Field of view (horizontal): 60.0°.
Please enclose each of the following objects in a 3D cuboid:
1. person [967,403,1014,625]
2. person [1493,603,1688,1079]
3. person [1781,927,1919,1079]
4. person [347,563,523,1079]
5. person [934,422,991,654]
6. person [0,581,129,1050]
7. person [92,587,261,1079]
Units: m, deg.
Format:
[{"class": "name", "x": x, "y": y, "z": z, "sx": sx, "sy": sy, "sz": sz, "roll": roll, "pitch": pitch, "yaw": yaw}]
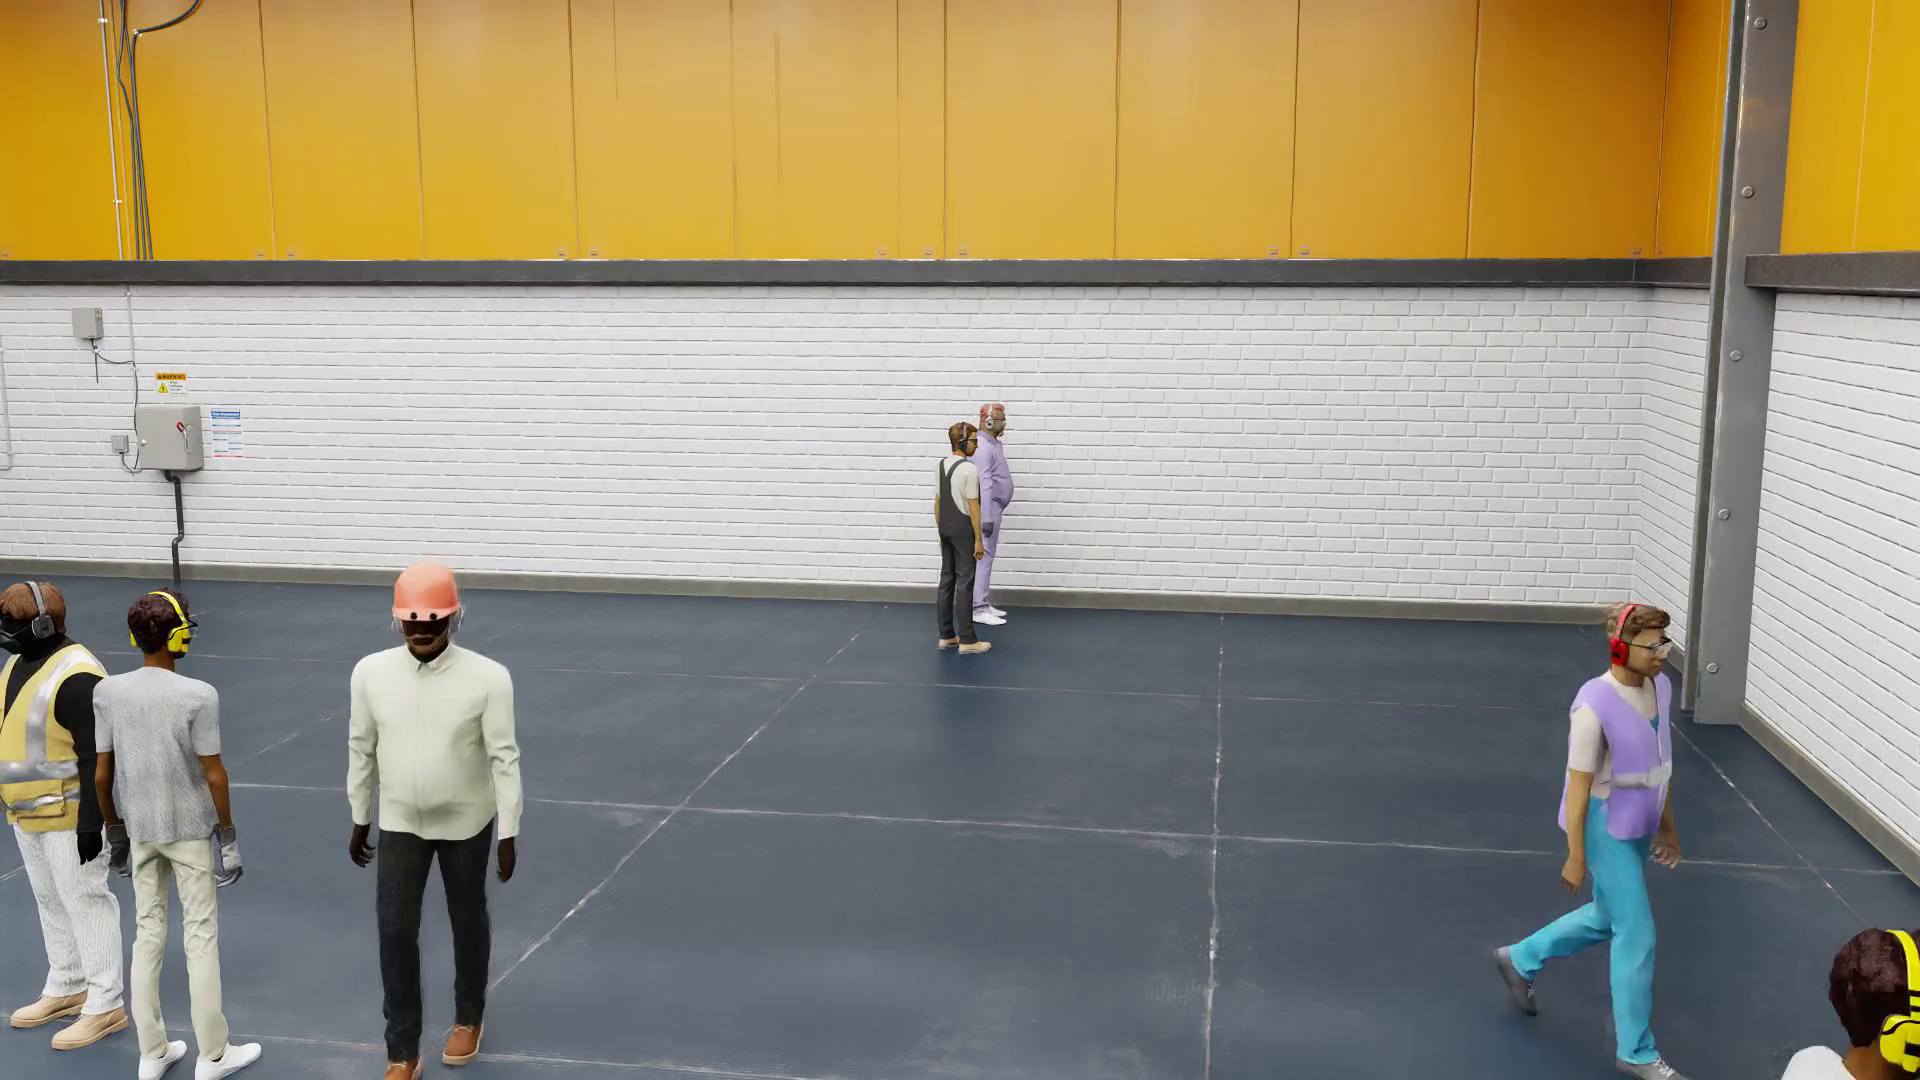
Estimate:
[{"class": "person", "x": 0.263, "y": -0.232, "z": 14.347, "sx": 0.403, "sy": 1.904, "sz": 0.651, "roll": 1, "pitch": 9, "yaw": 3}, {"class": "person", "x": 2.453, "y": 1.108, "z": 6.366, "sx": 0.579, "sy": 1.817, "sz": 0.825, "roll": -9, "pitch": 13, "yaw": -44}, {"class": "person", "x": 1.594, "y": 1.610, "z": 3.178, "sx": 0.623, "sy": 1.850, "sz": 0.515, "roll": 2, "pitch": 9, "yaw": 9}, {"class": "person", "x": -1.951, "y": 1.062, "z": 6.134, "sx": 0.663, "sy": 1.972, "sz": 0.794, "roll": -1, "pitch": 9, "yaw": -3}, {"class": "person", "x": 0.001, "y": -0.018, "z": 13.223, "sx": 0.348, "sy": 1.842, "sz": 0.505, "roll": -7, "pitch": 12, "yaw": -38}, {"class": "person", "x": -3.559, "y": 1.066, "z": 6.533, "sx": 0.634, "sy": 1.841, "sz": 0.429, "roll": 7, "pitch": 12, "yaw": 37}, {"class": "person", "x": -2.941, "y": 1.106, "z": 6.204, "sx": 0.535, "sy": 1.868, "sz": 0.309, "roll": 1, "pitch": 9, "yaw": 7}]
